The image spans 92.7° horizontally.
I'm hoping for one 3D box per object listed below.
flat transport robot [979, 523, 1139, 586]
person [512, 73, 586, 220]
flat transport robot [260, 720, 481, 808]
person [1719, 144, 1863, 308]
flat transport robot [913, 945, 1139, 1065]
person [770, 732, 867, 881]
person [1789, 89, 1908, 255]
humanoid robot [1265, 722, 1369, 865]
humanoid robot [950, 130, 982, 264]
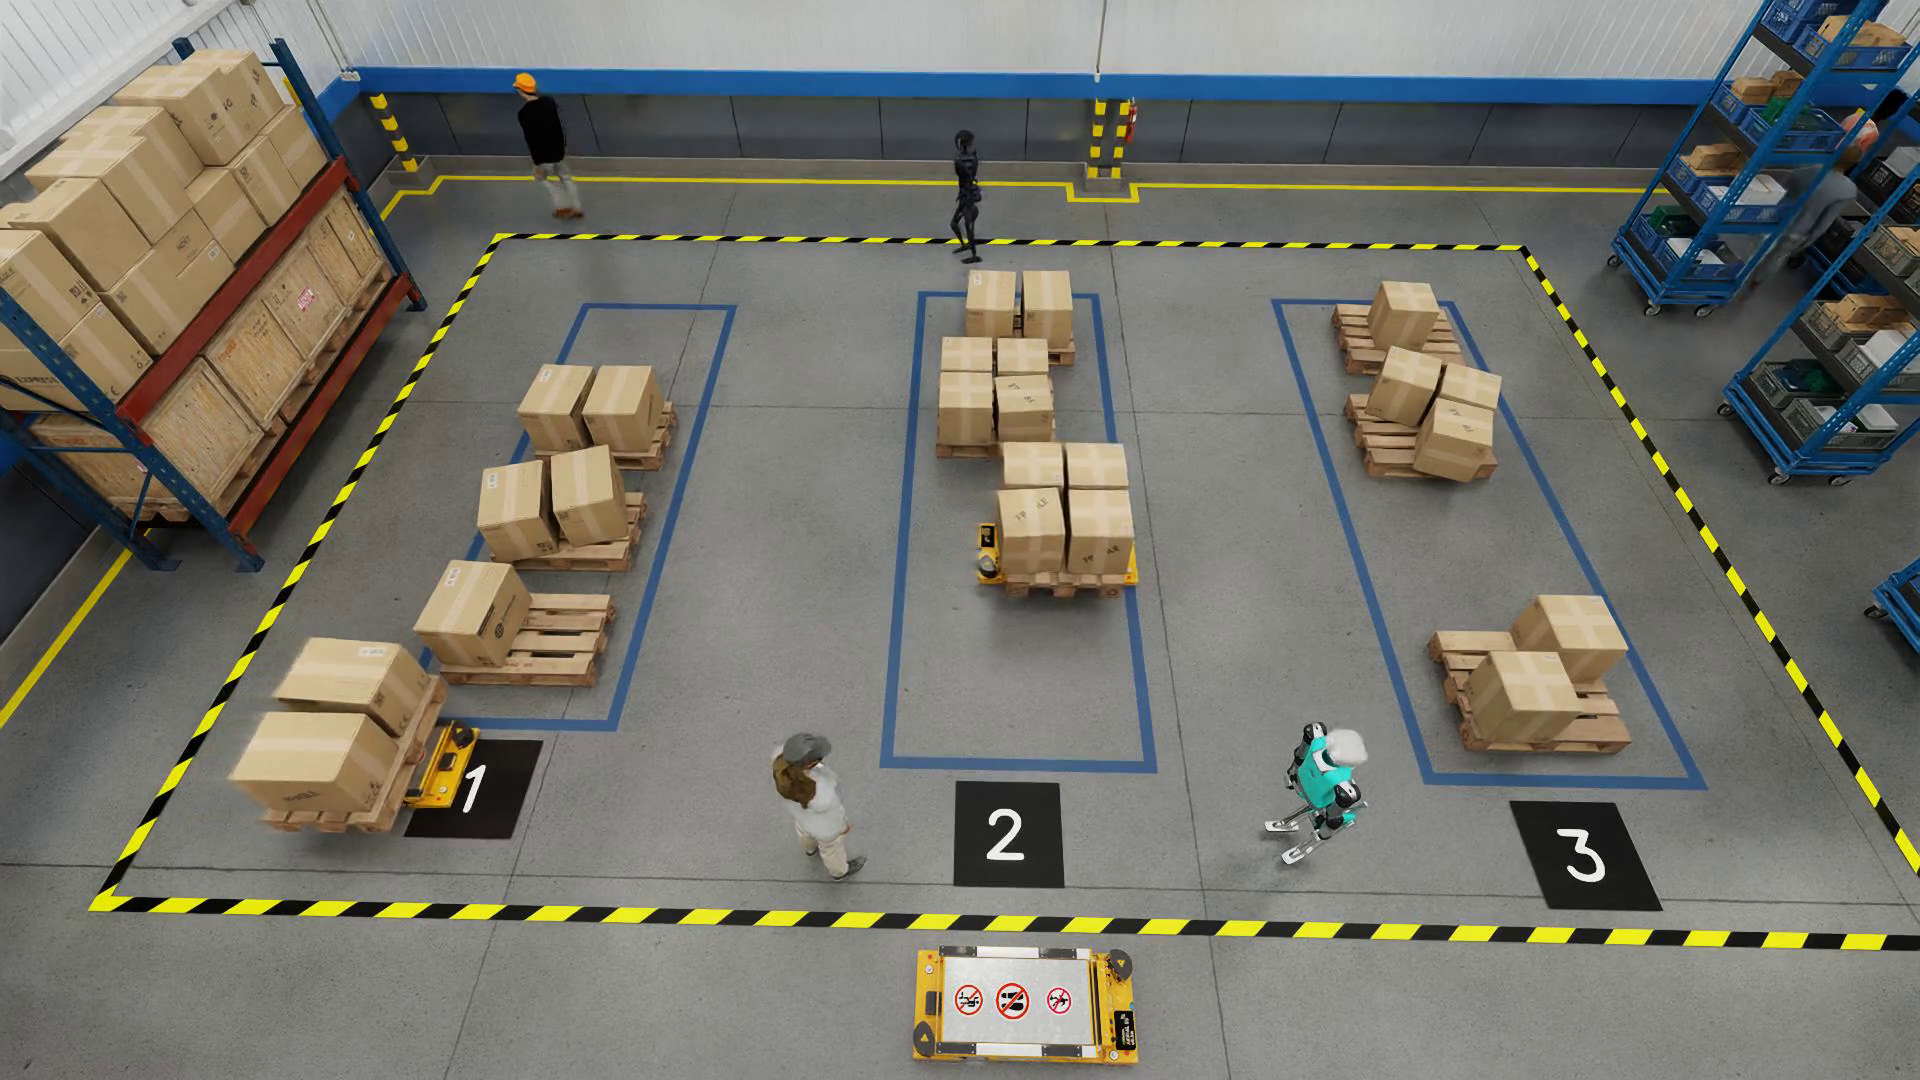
[{"bbox_3d":[0.893,0.093,8.392,1.431,0.197,0.652,1,51,1],"label":"flat transport robot"},{"bbox_3d":[-5.179,-4.853,11.408,0.535,1.869,0.620,19,53,15],"label":"person"},{"bbox_3d":[-4.555,1.711,7.073,1.431,0.197,0.652,1,51,1],"label":"flat transport robot"},{"bbox_3d":[9.393,-3.569,10.353,0.632,1.885,1.019,36,59,26],"label":"person"},{"bbox_3d":[0.422,3.041,6.007,1.431,0.231,0.659,1,51,1],"label":"flat transport robot"},{"bbox_3d":[-0.958,1.779,6.070,0.561,1.764,0.400,36,59,26],"label":"person"},{"bbox_3d":[10.453,-4.402,10.979,0.361,1.963,0.613,8,51,7],"label":"person"},{"bbox_3d":[2.501,1.679,6.082,0.735,1.677,0.533,-11,52,-9],"label":"humanoid robot"},{"bbox_3d":[0.085,-4.033,10.869,0.363,1.646,0.616,-8,51,-7],"label":"humanoid robot"}]
